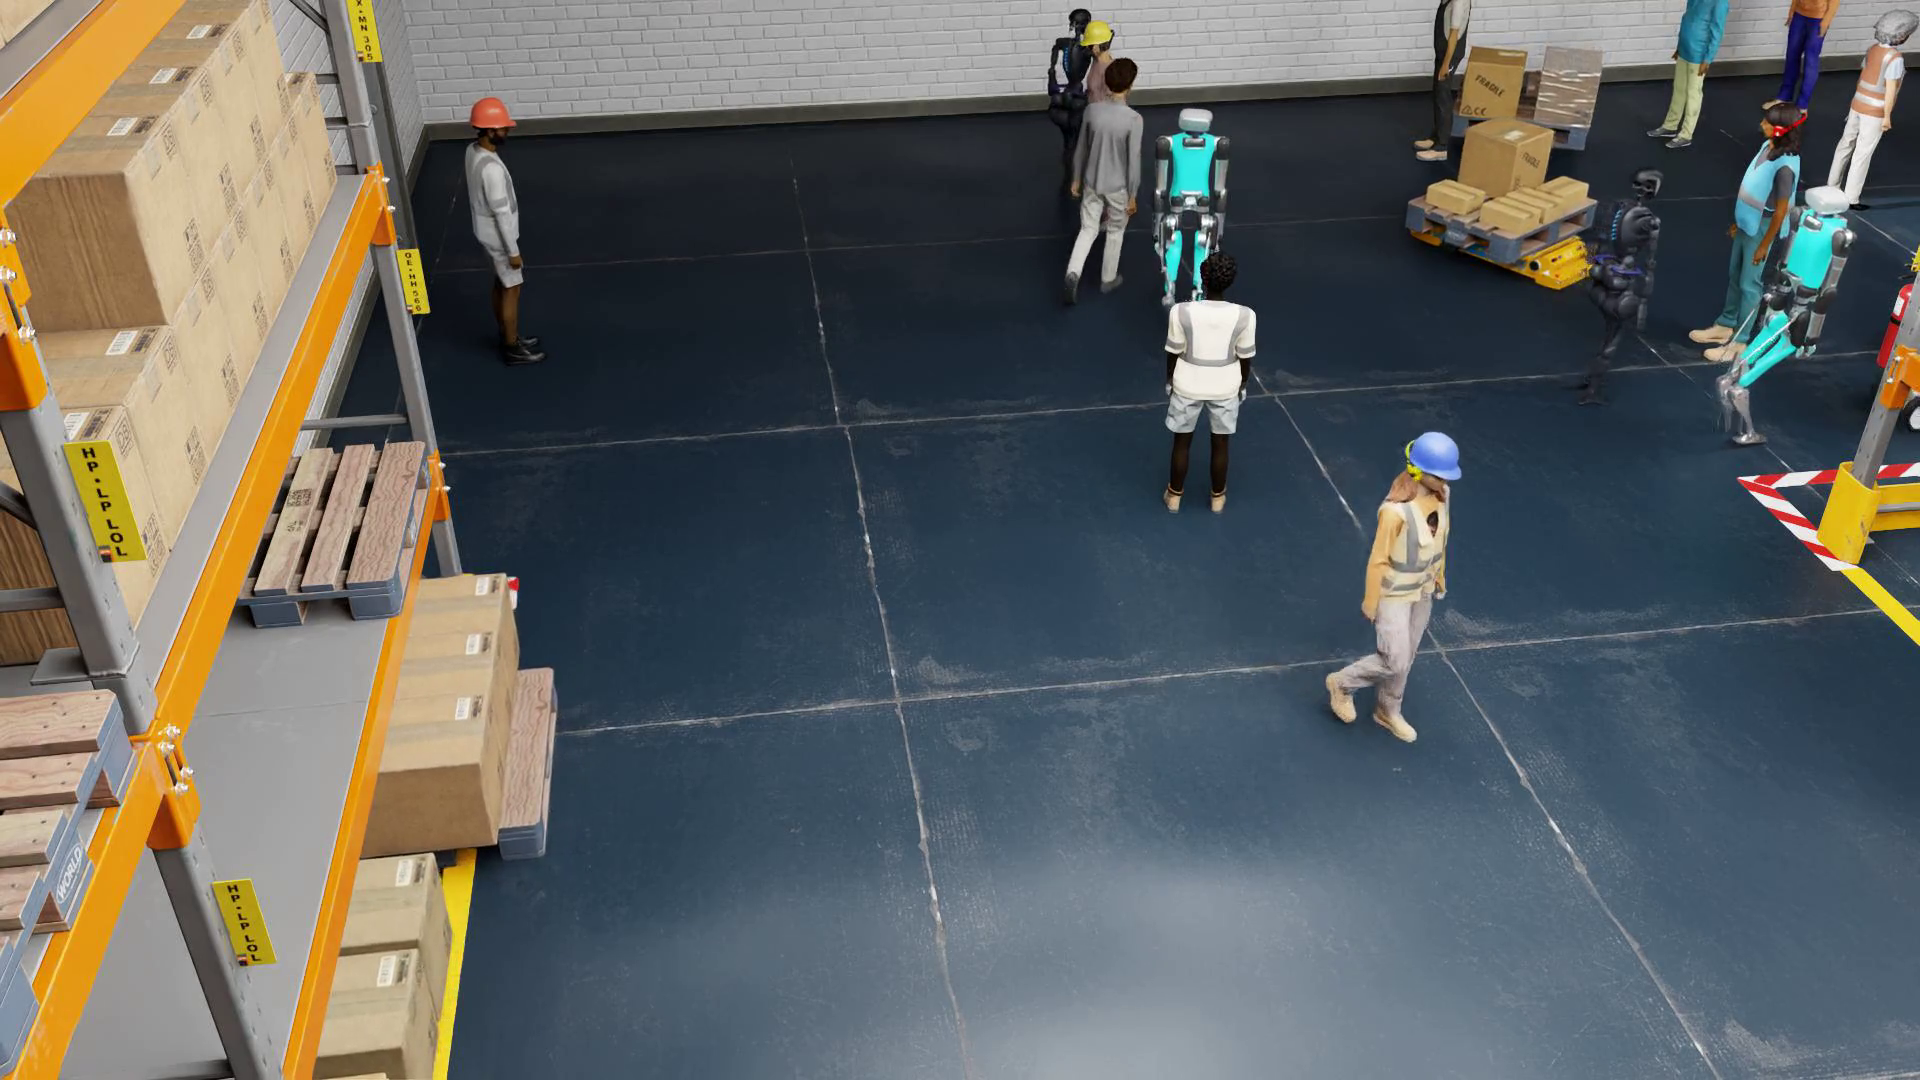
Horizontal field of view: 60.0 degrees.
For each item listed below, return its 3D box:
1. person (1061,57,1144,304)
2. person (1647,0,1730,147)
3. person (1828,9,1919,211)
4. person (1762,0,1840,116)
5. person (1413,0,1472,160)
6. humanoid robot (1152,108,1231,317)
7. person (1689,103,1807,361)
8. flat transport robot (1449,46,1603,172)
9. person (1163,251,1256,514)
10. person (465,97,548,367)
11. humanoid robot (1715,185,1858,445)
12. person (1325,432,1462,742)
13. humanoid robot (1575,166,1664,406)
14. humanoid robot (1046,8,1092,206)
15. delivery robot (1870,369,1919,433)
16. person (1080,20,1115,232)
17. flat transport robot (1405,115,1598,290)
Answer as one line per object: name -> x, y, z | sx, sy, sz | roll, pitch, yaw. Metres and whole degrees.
person -> 1.061, -2.649, 12.442 | 0.574, 1.871, 0.756 | 16, 36, 23
person -> 6.807, -4.541, 15.453 | 0.336, 1.748, 0.563 | -5, 33, -7
person -> 7.769, -3.660, 14.160 | 0.315, 1.686, 0.446 | -6, 34, -8
person -> 8.244, -5.100, 16.116 | 0.403, 1.973, 0.516 | -12, 35, -18
person -> 4.425, -4.402, 15.164 | 0.328, 1.838, 0.504 | 6, 34, 9
humanoid robot -> 1.620, -2.102, 11.736 | 0.530, 1.721, 1.027 | 1, 33, 2
person -> 5.596, -2.156, 11.694 | 0.395, 1.868, 0.529 | 3, 33, 4
flat transport robot -> 5.263, -3.822, 15.709 | 0.659, 0.231, 1.431 | 11, 35, 16
person -> 1.476, -0.916, 9.955 | 0.532, 1.691, 0.319 | 2, 33, 3
person -> -3.187, -2.141, 11.620 | 0.390, 1.927, 0.548 | -16, 37, -23
humanoid robot -> 5.129, -1.348, 10.601 | 0.661, 1.823, 0.539 | -6, 34, -10
person -> 2.171, 0.234, 8.129 | 0.475, 1.762, 0.410 | -25, 41, -33
humanoid robot -> 4.417, -1.702, 11.173 | 0.422, 1.640, 0.611 | -9, 34, -14
humanoid robot -> 0.989, -3.716, 14.264 | 0.616, 1.643, 0.533 | 24, 40, 32
delivery robot -> 6.628, -1.059, 11.216 | 0.779, 0.597, 0.499 | -1, 33, -2
person -> 1.142, -3.407, 13.721 | 0.373, 1.752, 0.518 | -4, 33, -6
flat transport robot -> 4.464, -2.426, 13.571 | 0.659, 0.231, 1.431 | -25, 41, -33
